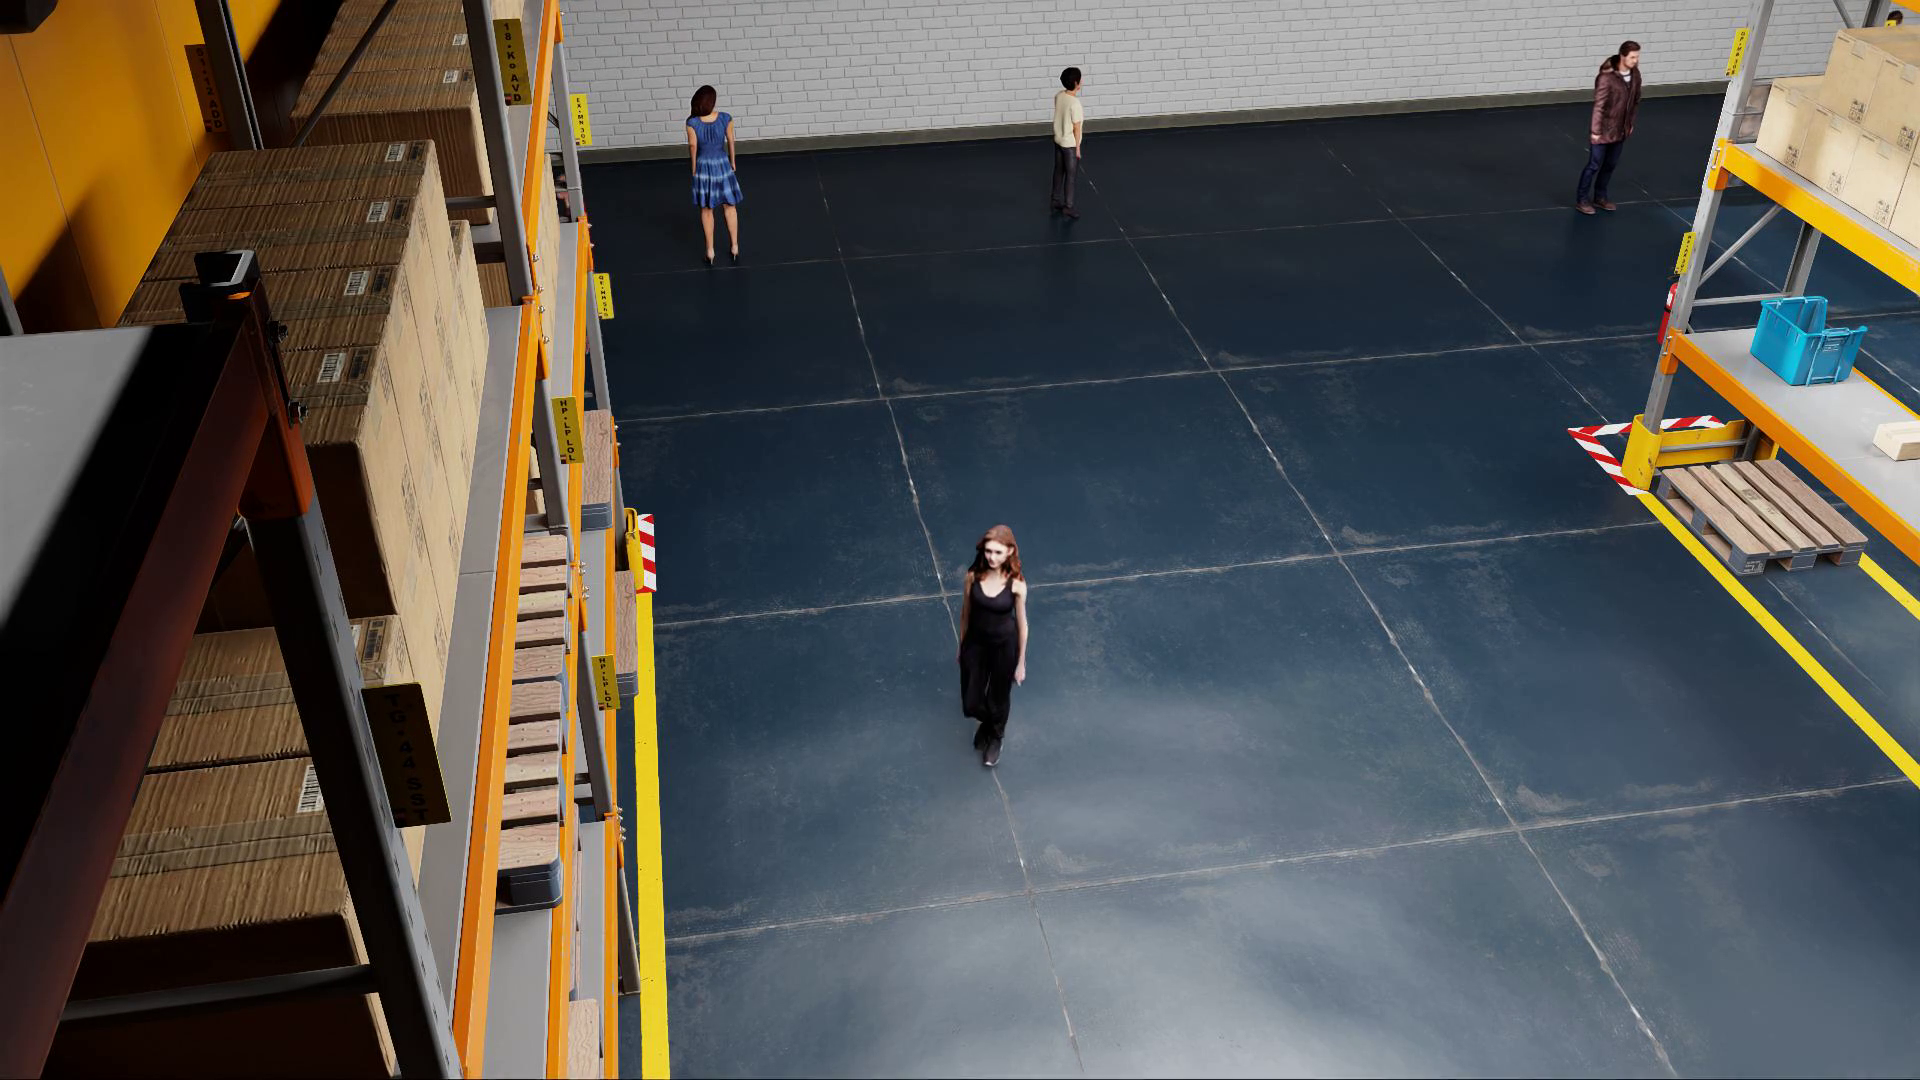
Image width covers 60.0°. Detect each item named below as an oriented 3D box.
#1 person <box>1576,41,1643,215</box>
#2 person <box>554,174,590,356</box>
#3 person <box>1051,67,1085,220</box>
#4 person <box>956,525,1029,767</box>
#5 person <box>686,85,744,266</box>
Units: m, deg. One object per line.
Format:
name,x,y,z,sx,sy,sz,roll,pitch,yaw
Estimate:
person,6.856,-4.368,17.562,0.824,1.842,0.779,-16,37,-22
person,-3.408,-2.466,14.832,0.756,1.697,0.584,4,34,6
person,1.131,-4.183,17.517,0.705,1.583,0.548,-19,38,-26
person,0.231,0.599,10.181,0.732,1.740,0.777,9,35,13
person,-2.435,-3.613,16.458,0.707,1.806,0.629,-12,35,-17
